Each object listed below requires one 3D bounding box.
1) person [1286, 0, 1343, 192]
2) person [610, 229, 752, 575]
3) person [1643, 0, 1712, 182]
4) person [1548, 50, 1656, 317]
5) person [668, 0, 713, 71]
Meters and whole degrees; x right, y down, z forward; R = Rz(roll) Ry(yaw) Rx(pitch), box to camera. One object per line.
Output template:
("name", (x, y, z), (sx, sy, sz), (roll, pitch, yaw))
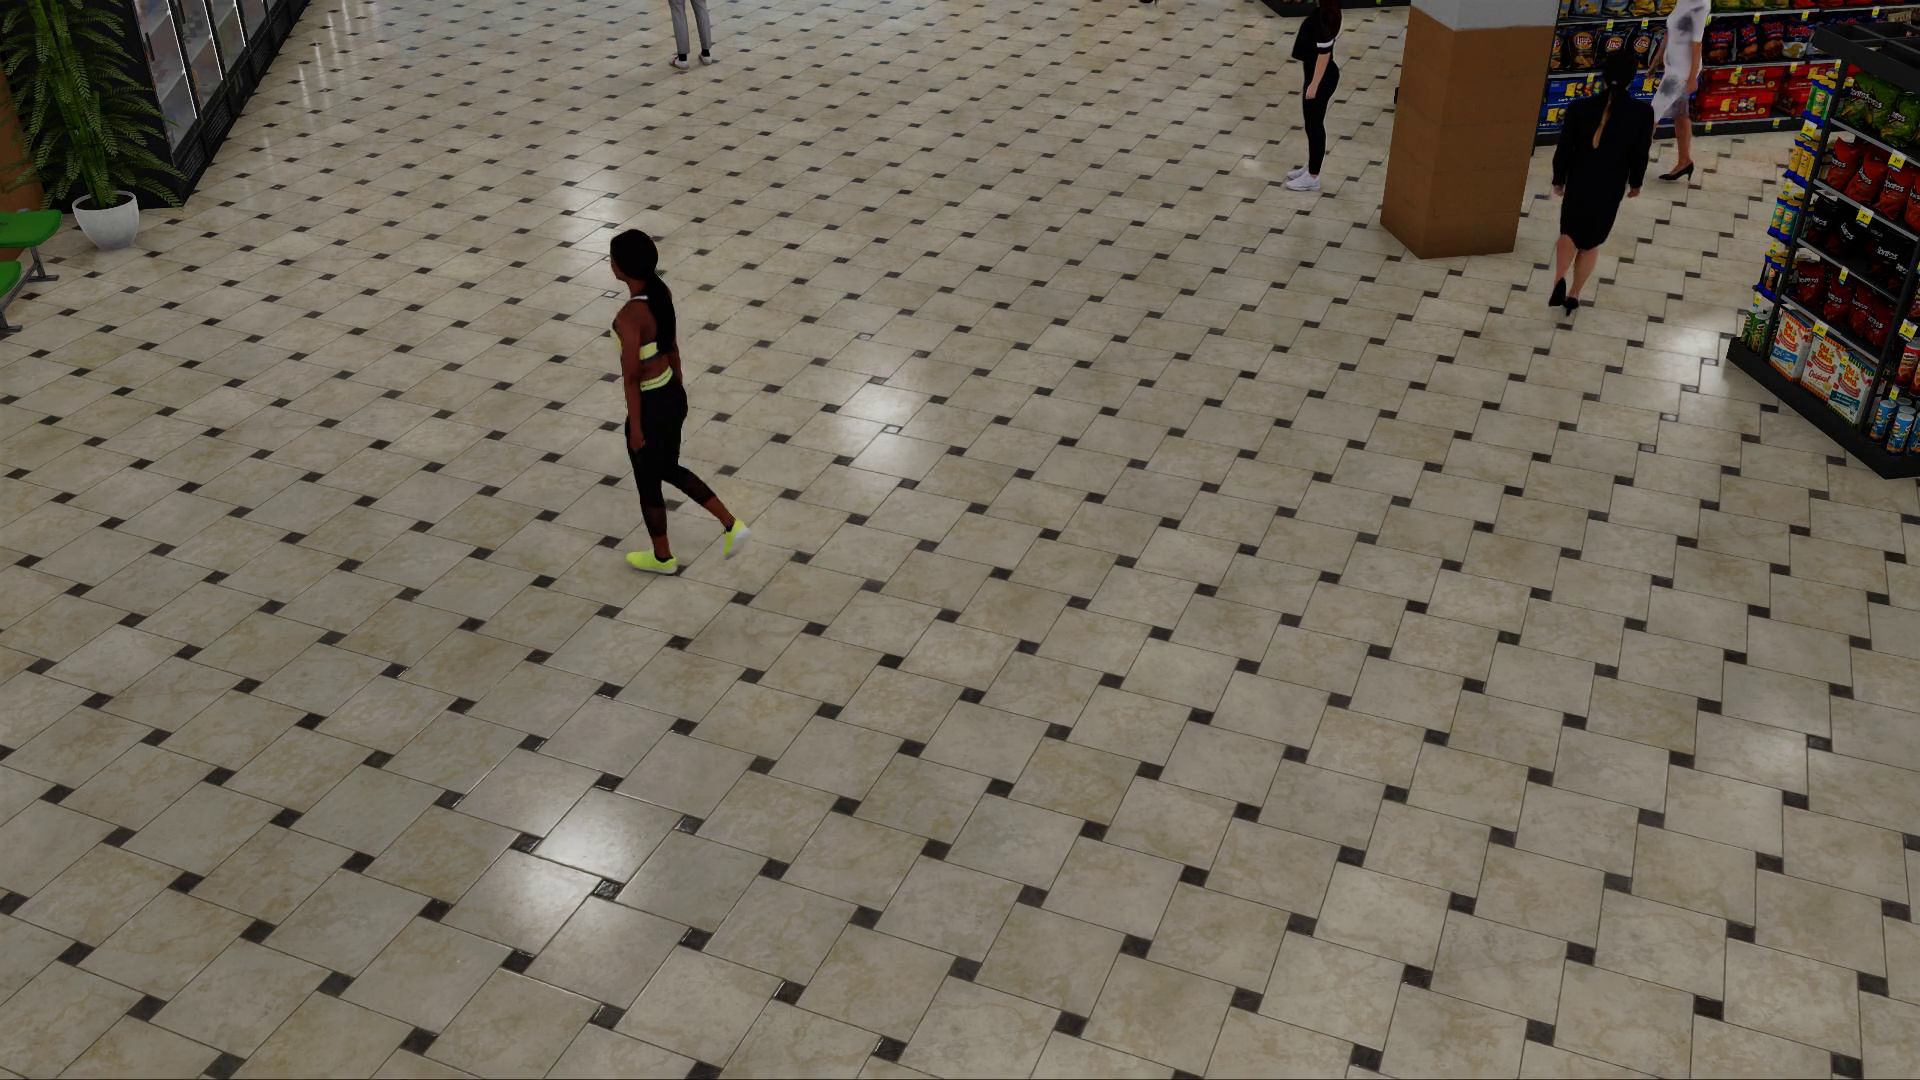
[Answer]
("person", (2.636, -3.396, 12.248), (0.709, 1.639, 0.697), (7, 33, 12))
("person", (-1.311, -0.560, 7.596), (0.979, 1.738, 0.831), (12, 34, 18))
("person", (5.387, -3.449, 12.259), (1.056, 1.717, 0.755), (2, 32, 3))
("person", (3.880, -2.125, 10.183), (0.828, 1.663, 0.908), (12, 34, 18))
("person", (-2.490, -5.242, 14.912), (0.671, 1.959, 0.841), (-17, 36, -25))
